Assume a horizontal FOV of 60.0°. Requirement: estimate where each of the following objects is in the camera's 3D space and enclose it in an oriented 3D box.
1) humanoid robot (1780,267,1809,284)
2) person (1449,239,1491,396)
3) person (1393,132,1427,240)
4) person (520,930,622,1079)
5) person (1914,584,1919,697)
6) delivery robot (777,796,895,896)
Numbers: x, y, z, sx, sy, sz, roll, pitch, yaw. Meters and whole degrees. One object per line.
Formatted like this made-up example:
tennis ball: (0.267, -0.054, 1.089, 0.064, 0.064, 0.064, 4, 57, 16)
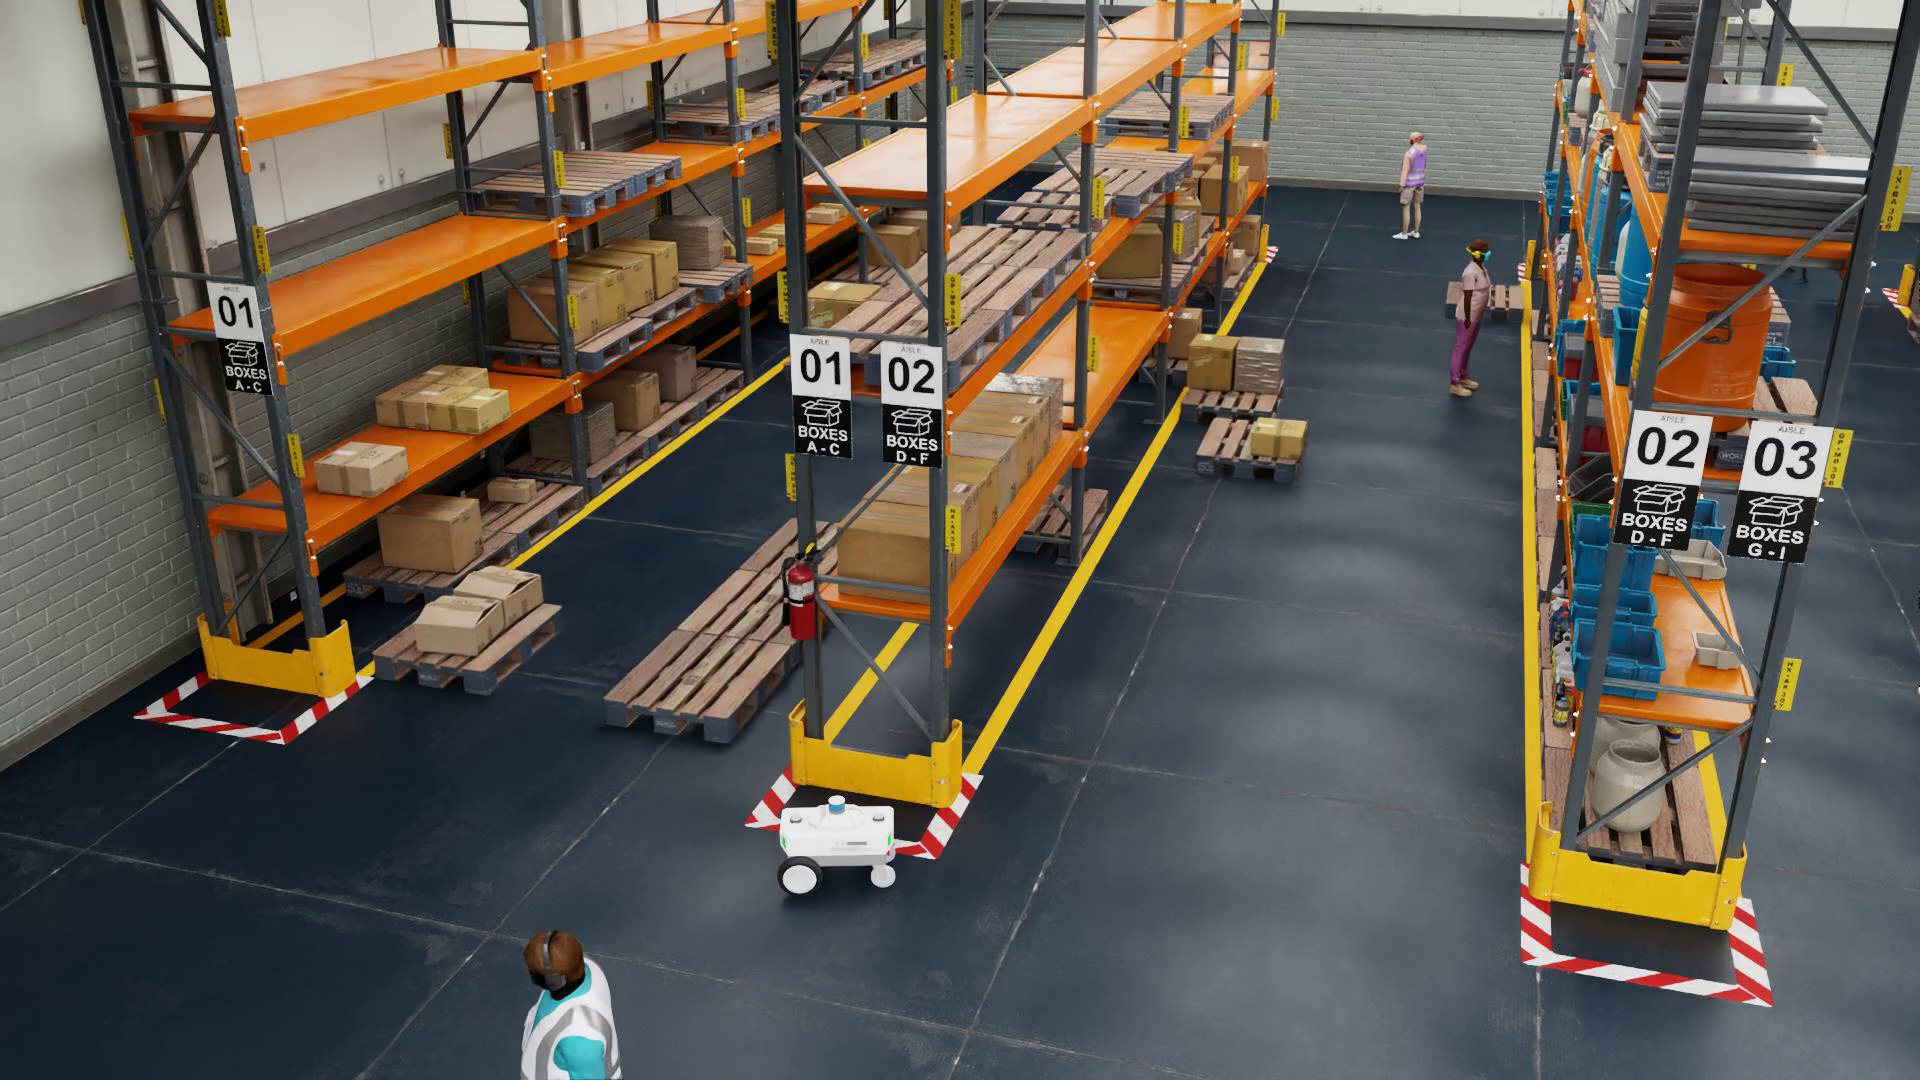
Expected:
humanoid robot: (12.185, -4.556, 23.973, 0.421, 1.635, 0.610, -13, 27, -28)
person: (5.912, -2.582, 19.223, 0.331, 1.804, 0.518, 14, 27, 29)
person: (7.182, -5.621, 26.417, 0.488, 1.688, 0.350, -14, 27, -29)
person: (-1.711, 2.503, 7.391, 0.430, 1.838, 0.618, -6, 24, -13)
person: (7.372, 0.439, 12.282, 0.526, 1.754, 0.427, 6, 24, 14)
delivery robot: (-0.800, 1.895, 10.441, 0.791, 0.614, 0.499, -1, 23, -2)
